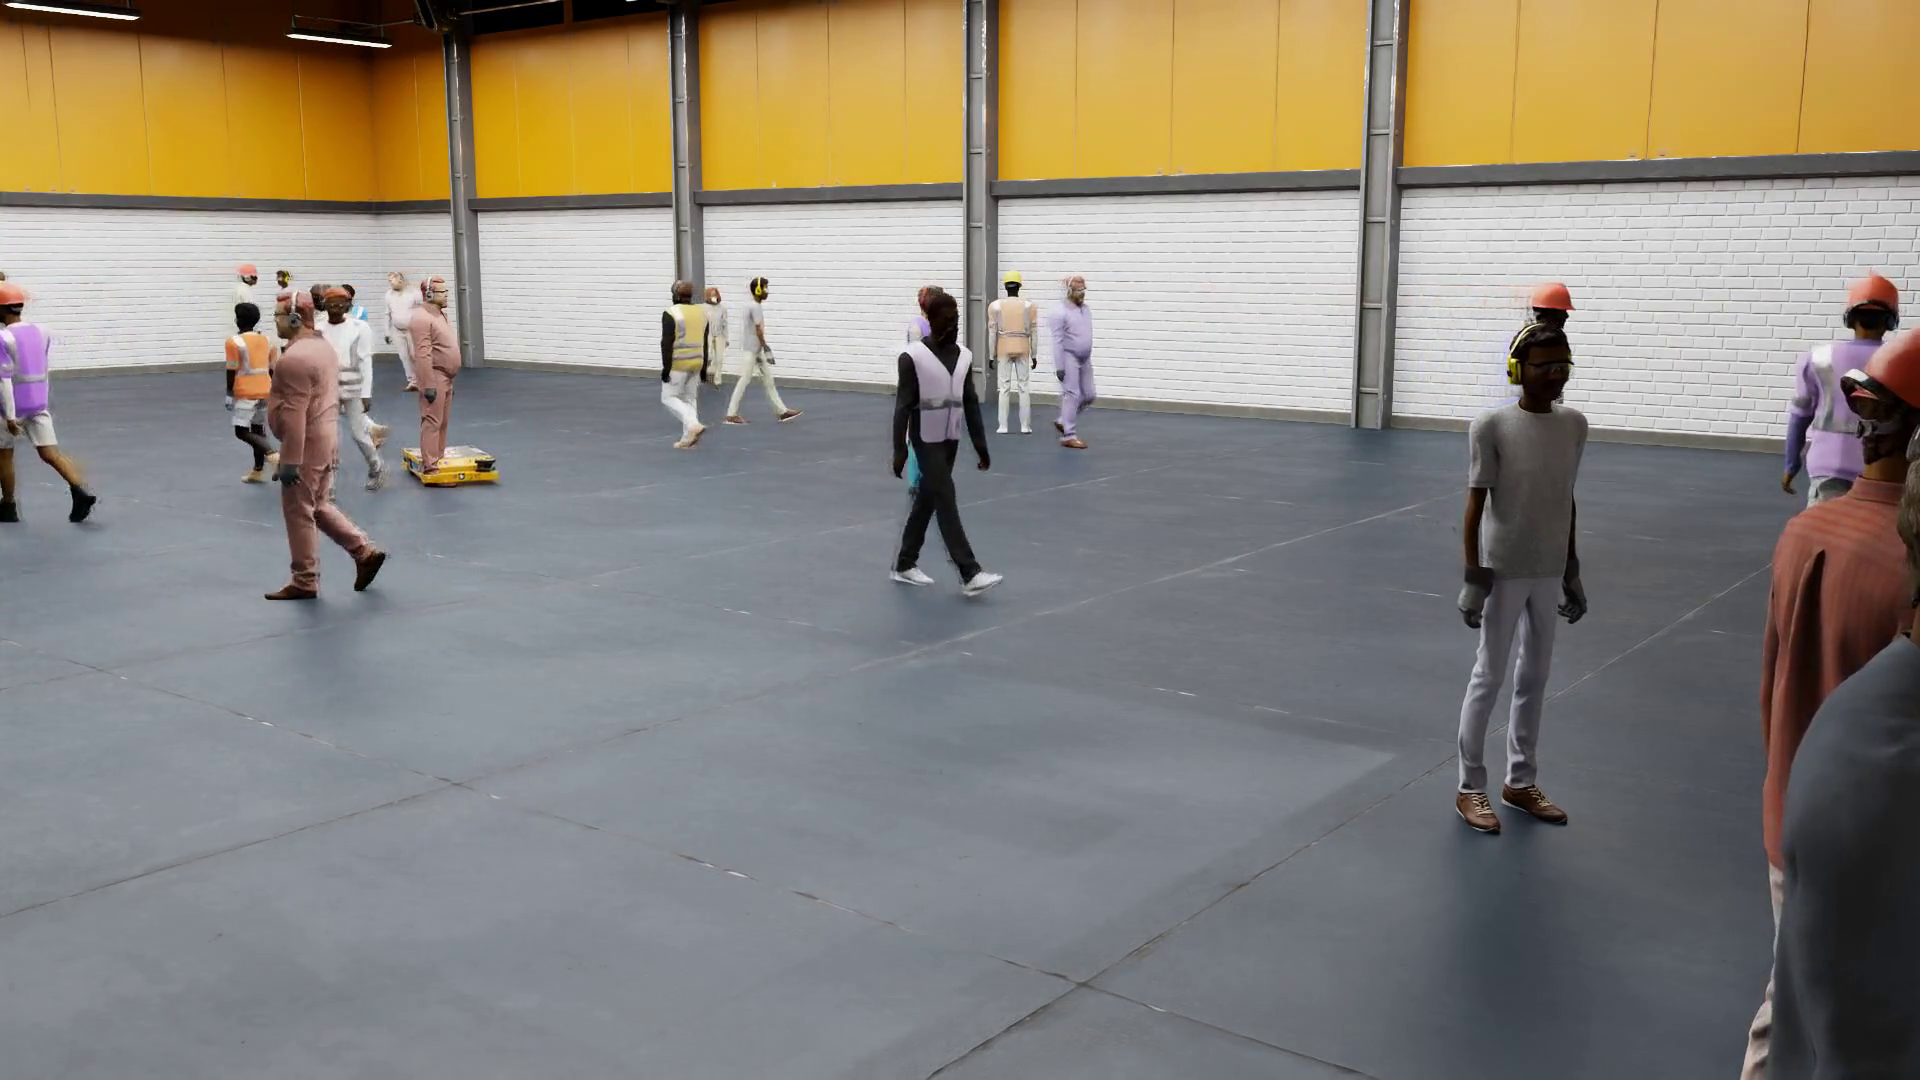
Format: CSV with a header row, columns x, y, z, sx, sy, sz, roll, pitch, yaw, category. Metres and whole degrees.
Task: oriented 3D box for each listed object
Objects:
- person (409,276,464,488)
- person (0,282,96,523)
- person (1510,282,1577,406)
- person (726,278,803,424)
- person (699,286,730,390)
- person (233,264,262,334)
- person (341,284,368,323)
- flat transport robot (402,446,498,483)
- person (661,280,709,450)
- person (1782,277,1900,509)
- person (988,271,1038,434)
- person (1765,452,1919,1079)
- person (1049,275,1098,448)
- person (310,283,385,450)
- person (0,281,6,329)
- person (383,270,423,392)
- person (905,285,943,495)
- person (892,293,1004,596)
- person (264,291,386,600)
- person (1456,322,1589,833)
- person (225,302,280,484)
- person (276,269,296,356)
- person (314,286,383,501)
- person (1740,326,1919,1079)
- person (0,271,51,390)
x,y,z,sx,sy,sz,roll,pitch,yaw,category
-4.748,-1.437,15.156,0.406,1.911,0.639,0,10,-3,person
-7.271,-1.063,13.001,0.893,1.906,0.544,3,10,18,person
4.026,-0.783,11.316,0.707,1.914,0.582,0,10,1,person
-2.475,-2.335,20.665,0.987,1.816,0.538,0,10,-2,person
-3.853,-3.134,25.863,0.522,1.616,0.423,-5,11,-28,person
-10.663,-3.194,25.227,0.900,1.956,0.650,-5,11,-27,person
-8.500,-2.705,23.157,0.532,1.696,0.319,-3,10,-17,person
-4.867,-0.731,15.808,0.652,0.197,1.431,-5,11,-26,flat transport robot
-2.937,-1.860,17.833,0.525,1.832,0.636,7,12,35,person
4.688,-0.377,8.756,0.631,1.987,1.045,5,11,25,person
0.621,-2.195,19.543,0.585,1.917,0.381,0,10,0,person
1.143,0.810,1.980,0.358,1.938,0.636,8,12,38,person
1.238,-1.937,18.126,0.450,1.885,0.662,8,12,38,person
-6.432,-1.745,17.200,0.737,1.822,0.631,0,10,-3,person
-13.096,-2.713,23.031,0.464,1.748,0.550,-7,12,-36,person
-8.489,-3.194,25.508,0.670,1.867,0.482,2,10,12,person
-0.315,-1.320,14.657,0.372,1.843,0.570,3,10,15,person
-0.077,-0.596,10.374,0.987,1.863,0.618,8,13,40,person
-3.955,-0.565,10.155,0.559,1.906,0.669,-1,10,-6,person
2.078,0.136,6.116,0.534,1.868,0.309,-3,10,-19,person
-6.383,-1.322,15.133,0.589,1.680,0.537,4,11,23,person
-11.869,-3.869,29.496,0.521,1.852,0.785,6,11,30,person
-5.355,-1.289,14.492,0.576,1.853,0.843,0,10,-1,person
1.719,0.592,3.121,0.393,1.985,0.611,0,10,0,person
-14.016,-3.035,24.513,0.992,1.900,0.650,-5,11,-28,person
